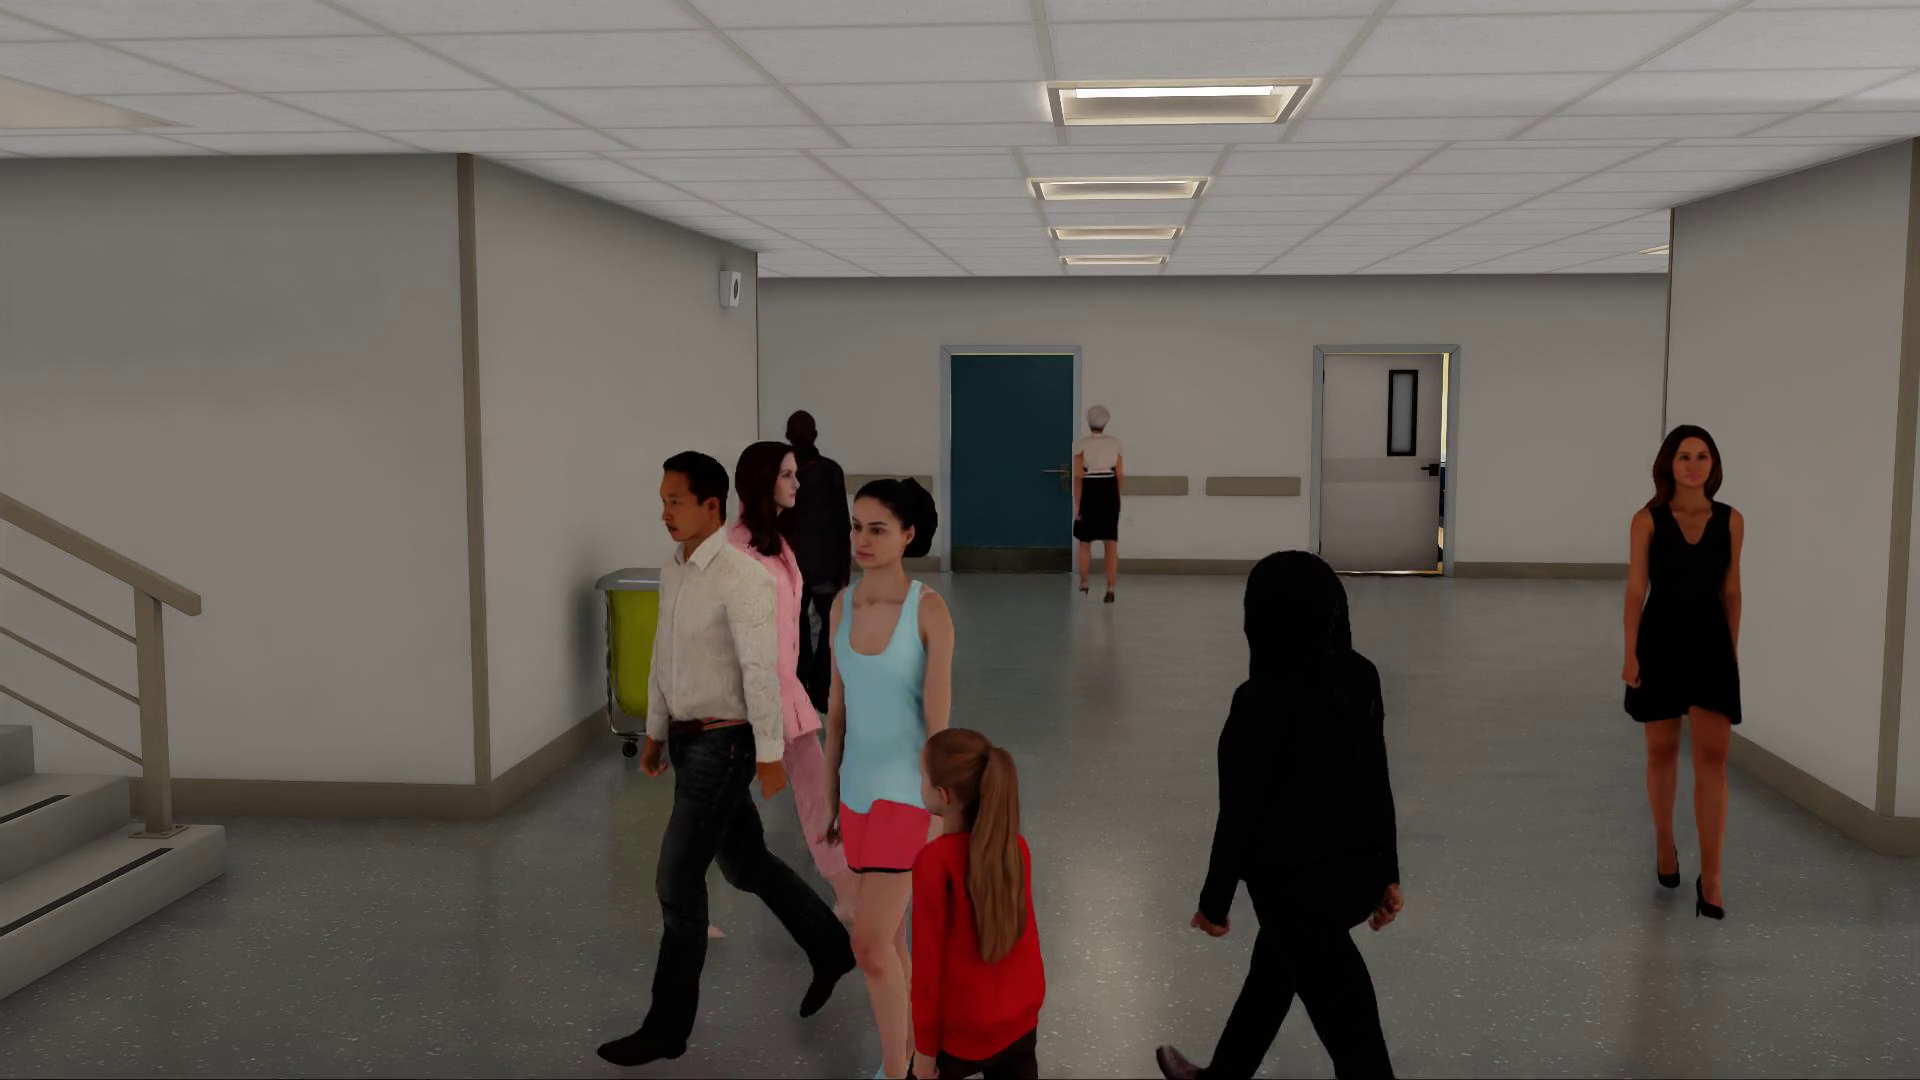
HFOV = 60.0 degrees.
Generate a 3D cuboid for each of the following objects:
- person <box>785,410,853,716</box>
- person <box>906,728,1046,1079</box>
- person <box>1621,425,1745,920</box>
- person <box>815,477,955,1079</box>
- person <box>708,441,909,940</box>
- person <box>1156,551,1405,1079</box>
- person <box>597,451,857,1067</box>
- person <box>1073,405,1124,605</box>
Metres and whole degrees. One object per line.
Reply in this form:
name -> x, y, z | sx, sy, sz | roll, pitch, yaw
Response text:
person -> -0.886, 0.172, 9.504 | 0.571, 1.811, 0.754 | 1, 6, 6
person -> 0.077, 1.054, 3.535 | 0.822, 1.251, 0.917 | -5, 8, -43
person -> 2.746, 0.488, 6.381 | 0.958, 1.806, 0.734 | 1, 6, 11
person -> -0.119, 0.718, 4.433 | 0.880, 1.739, 0.828 | -6, 8, -44
person -> -0.791, 0.577, 5.778 | 1.201, 1.751, 0.870 | 3, 6, 24
person -> 0.910, 0.859, 3.930 | 1.192, 1.560, 1.061 | 5, 8, 42
person -> -0.652, 0.641, 5.024 | 1.242, 1.775, 1.126 | -4, 7, -37
person -> 1.225, -0.267, 14.360 | 1.072, 1.711, 0.809 | -1, 6, -6
